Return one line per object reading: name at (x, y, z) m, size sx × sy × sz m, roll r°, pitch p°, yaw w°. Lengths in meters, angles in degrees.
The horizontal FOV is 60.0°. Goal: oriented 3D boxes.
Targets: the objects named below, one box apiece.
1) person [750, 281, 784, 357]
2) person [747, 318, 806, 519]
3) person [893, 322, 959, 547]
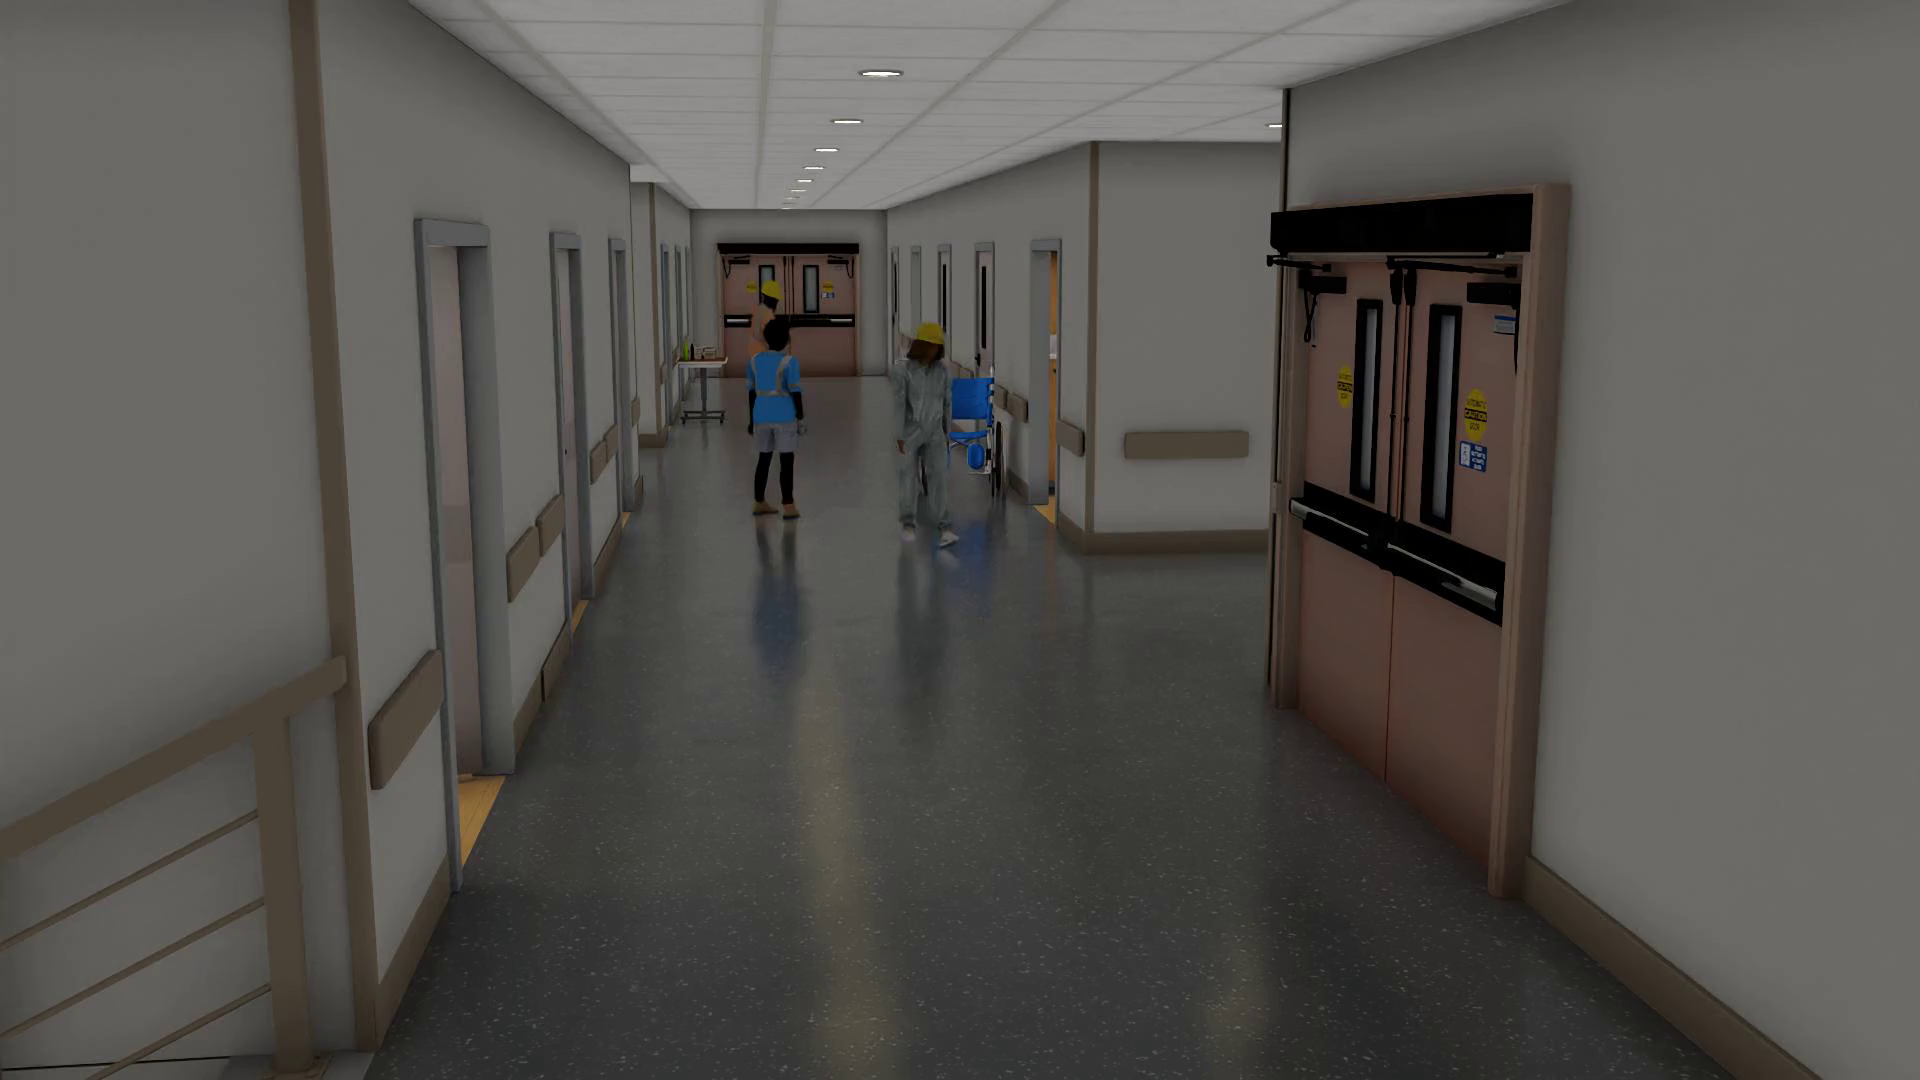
person at (-2.480, -2.360, 21.259) m, size 0.415 × 1.885 × 0.769 m, roll -3°, pitch 10°, yaw -15°
person at (-1.560, -1.019, 13.996) m, size 0.558 × 1.695 × 0.322 m, roll 7°, pitch 12°, yaw 34°
person at (-0.248, -0.779, 12.562) m, size 0.516 × 1.694 × 0.872 m, roll -4°, pitch 10°, yaw -20°
